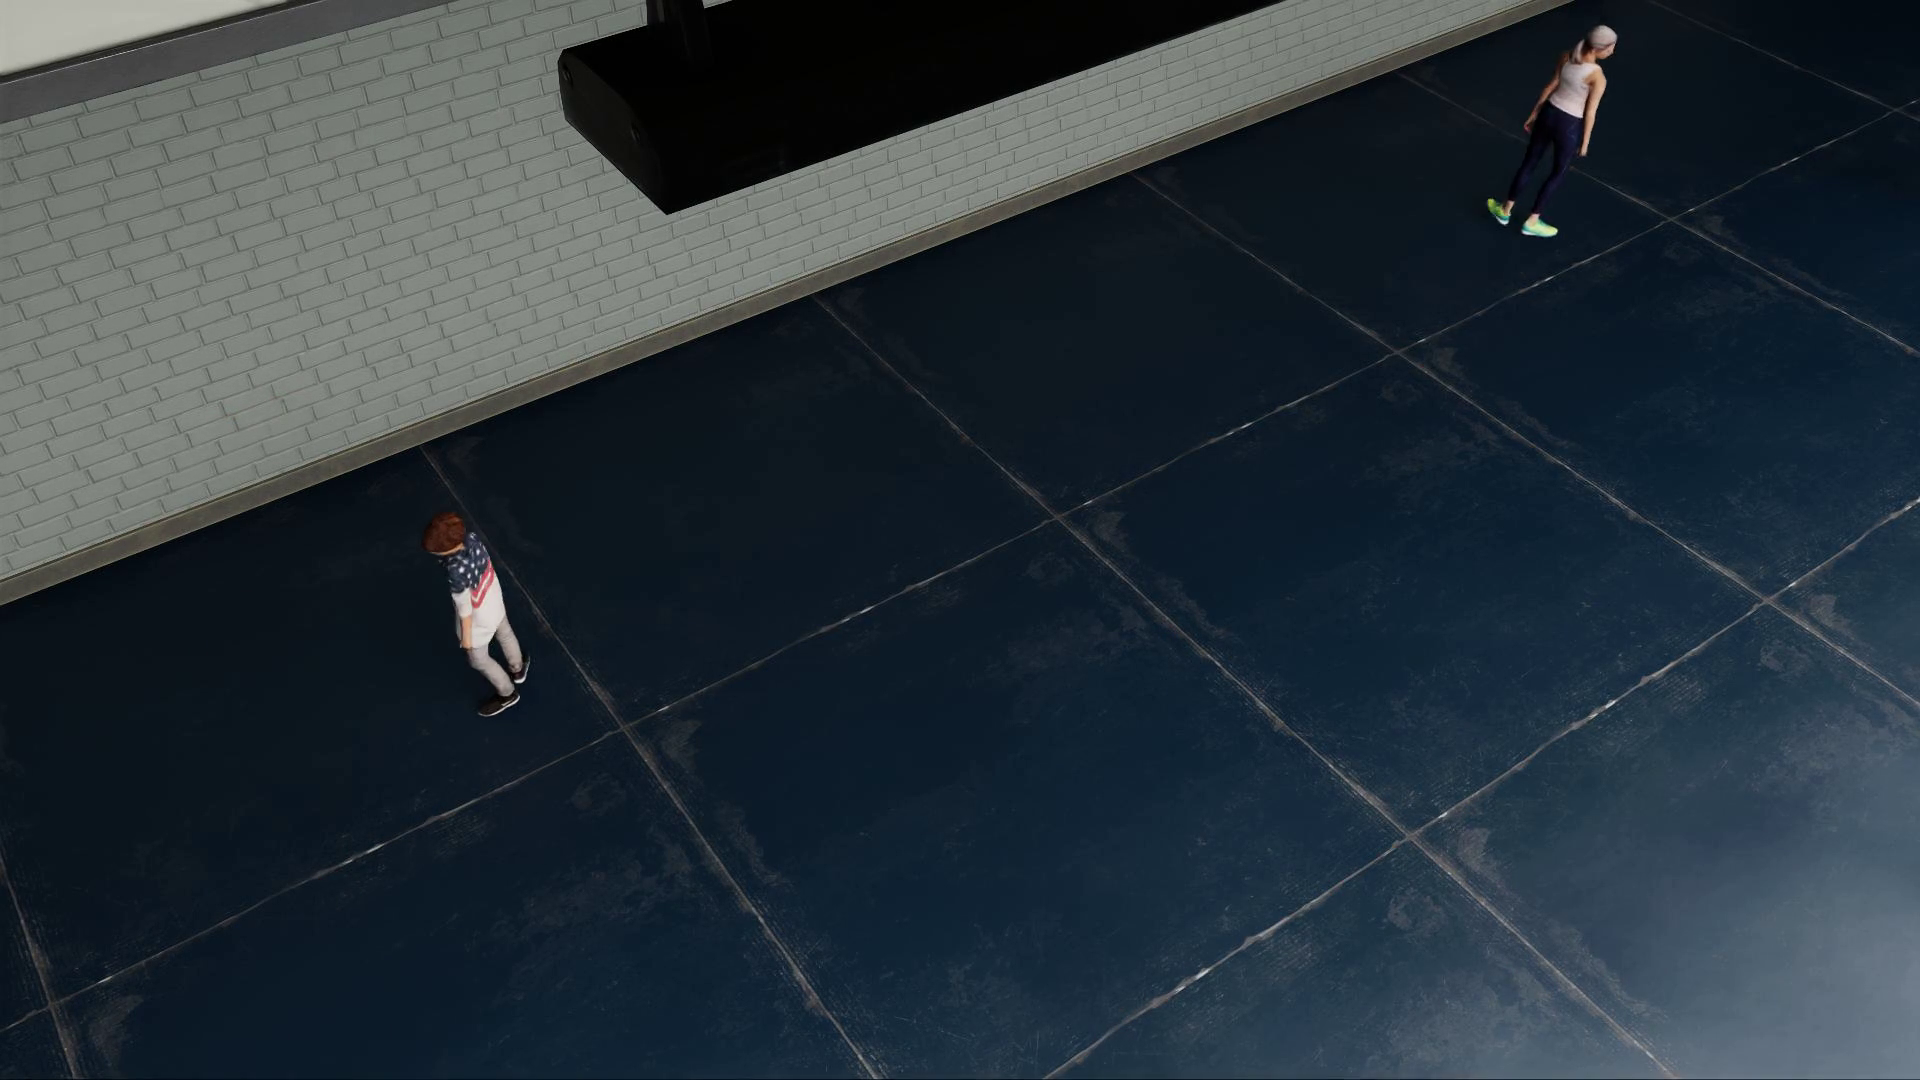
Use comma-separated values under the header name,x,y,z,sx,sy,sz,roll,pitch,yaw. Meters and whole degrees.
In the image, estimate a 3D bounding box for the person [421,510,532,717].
name,x,y,z,sx,sy,sz,roll,pitch,yaw
person,-2.538,0.329,8.848,0.735,1.420,0.692,16,45,16

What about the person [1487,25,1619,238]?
name,x,y,z,sx,sy,sz,roll,pitch,yaw
person,4.345,-3.032,12.255,0.864,1.682,0.520,-33,52,-30
